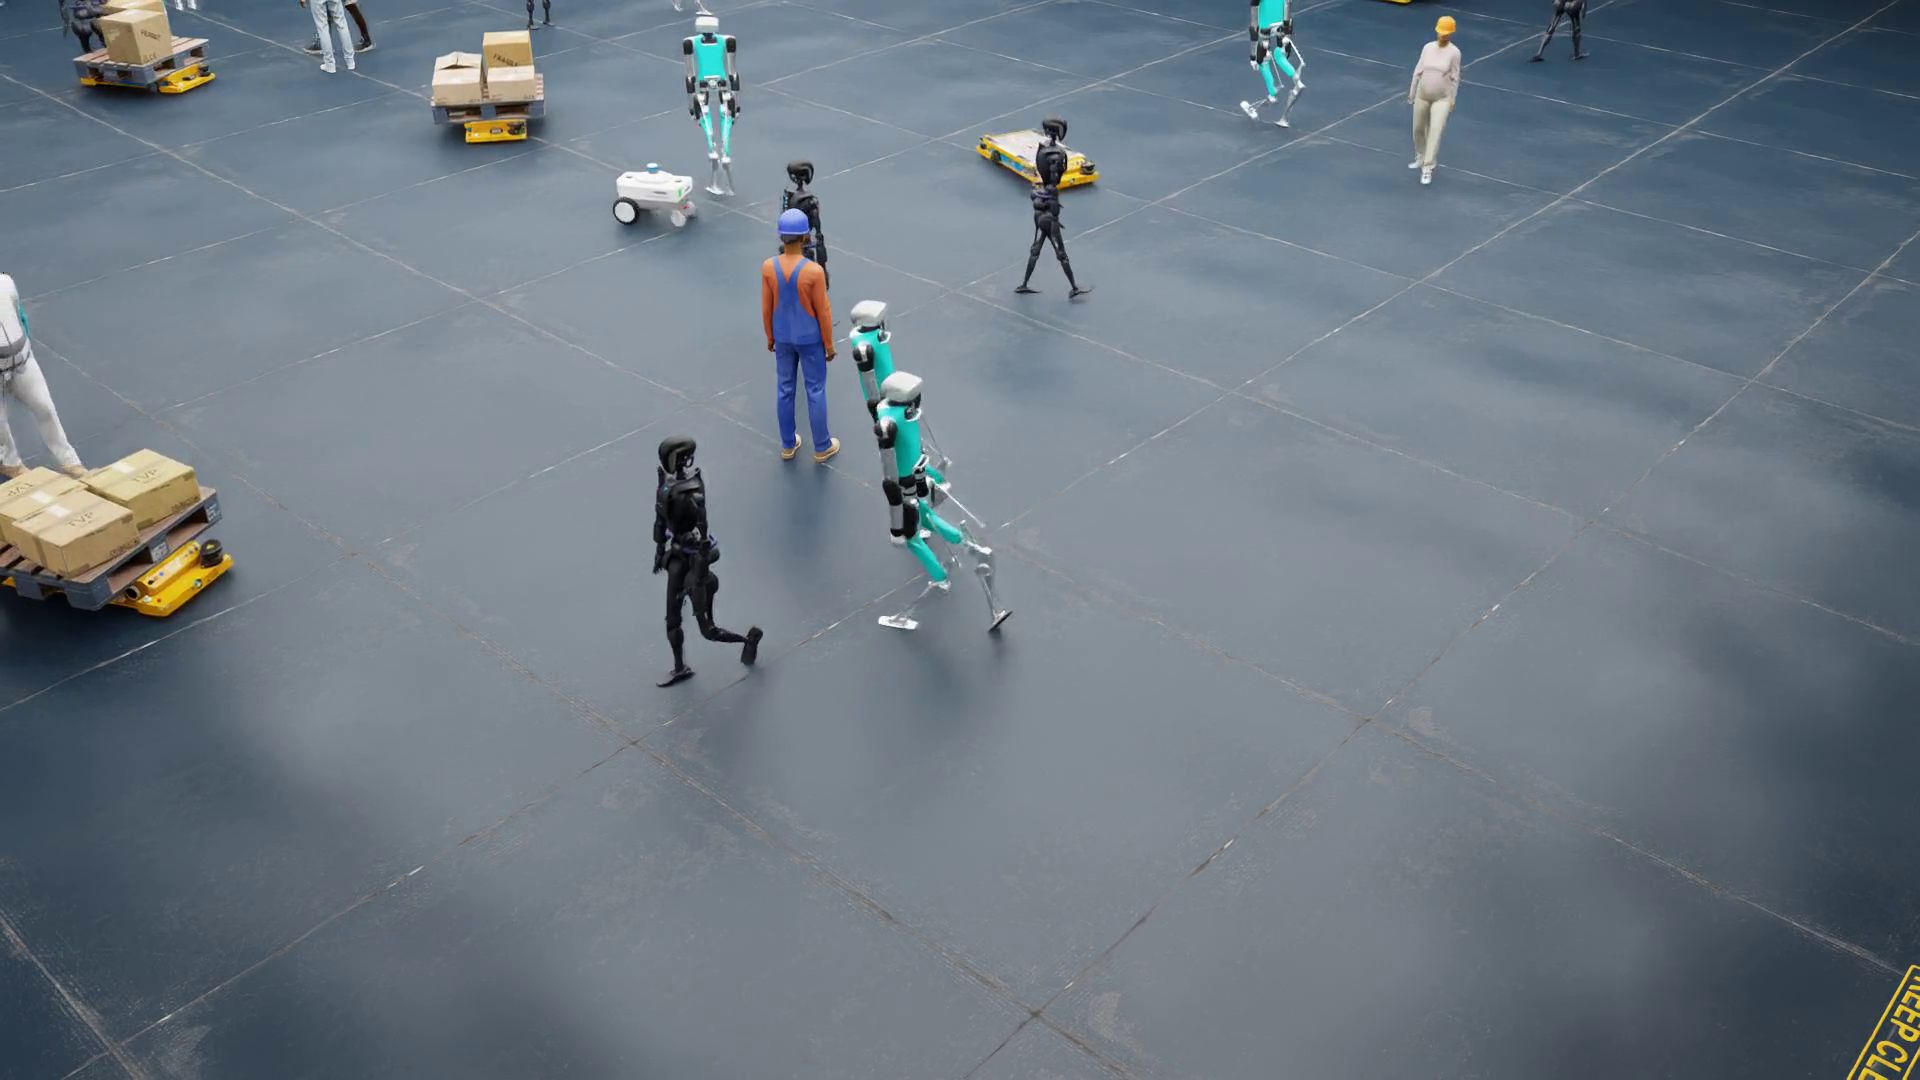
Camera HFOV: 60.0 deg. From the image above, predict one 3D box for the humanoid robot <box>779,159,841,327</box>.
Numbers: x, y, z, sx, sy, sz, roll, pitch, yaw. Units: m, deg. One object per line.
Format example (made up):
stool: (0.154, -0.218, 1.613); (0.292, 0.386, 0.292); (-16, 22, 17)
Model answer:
humanoid robot: (-1.229, -2.324, 13.583); (0.717, 1.630, 0.596); (-22, 38, -32)

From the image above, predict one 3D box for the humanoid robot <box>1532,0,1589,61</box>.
humanoid robot: (7.648, -6.829, 20.875); (0.795, 1.632, 0.583); (-14, 34, -21)

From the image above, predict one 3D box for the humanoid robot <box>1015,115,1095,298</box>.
humanoid robot: (0.846, -2.921, 14.545); (0.695, 1.634, 0.590); (-2, 32, -4)

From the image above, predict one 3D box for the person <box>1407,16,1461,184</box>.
person: (4.902, -4.581, 17.209); (0.484, 1.695, 0.604); (21, 38, 30)

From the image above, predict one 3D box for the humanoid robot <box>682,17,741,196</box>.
humanoid robot: (-2.445, -4.230, 16.608); (0.543, 1.821, 0.746); (-5, 32, -7)

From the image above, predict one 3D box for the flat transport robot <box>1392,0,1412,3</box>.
flat transport robot: (6.510, -8.064, 24.139); (0.659, 0.231, 1.431); (24, 39, 34)

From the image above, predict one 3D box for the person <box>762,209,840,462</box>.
person: (-1.151, -1.449, 11.940); (0.513, 1.904, 0.366); (8, 33, 13)

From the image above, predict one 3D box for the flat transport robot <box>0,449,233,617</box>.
flat transport robot: (-5.598, 0.149, 10.914); (1.431, 0.231, 0.659); (10, 33, 15)

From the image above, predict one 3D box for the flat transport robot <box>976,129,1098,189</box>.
flat transport robot: (0.809, -4.060, 17.692); (0.659, 0.231, 1.431); (-17, 36, -25)

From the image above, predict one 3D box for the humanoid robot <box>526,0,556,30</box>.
humanoid robot: (-5.682, -7.693, 22.202); (0.607, 1.652, 0.312); (-24, 39, -33)

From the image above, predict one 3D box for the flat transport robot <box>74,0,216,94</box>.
flat transport robot: (-9.922, -5.677, 20.296); (1.431, 0.231, 0.659); (9, 33, 14)

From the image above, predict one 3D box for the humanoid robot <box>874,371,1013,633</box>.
humanoid robot: (-0.042, -0.142, 10.013); (0.976, 1.769, 0.533); (9, 33, 14)

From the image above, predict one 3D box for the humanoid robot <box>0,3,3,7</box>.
humanoid robot: (-13.902, -8.104, 22.857); (0.908, 1.815, 0.550); (-24, 39, -33)

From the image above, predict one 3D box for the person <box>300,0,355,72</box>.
person: (-7.826, -6.726, 20.429); (0.587, 1.912, 0.396); (-19, 37, -28)

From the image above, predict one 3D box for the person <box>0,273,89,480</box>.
person: (-6.619, -1.169, 11.577); (0.848, 1.806, 0.641); (18, 36, 27)

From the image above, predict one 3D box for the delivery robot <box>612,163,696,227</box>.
delivery robot: (-3.005, -3.411, 16.358); (0.768, 0.576, 0.499); (7, 33, 11)

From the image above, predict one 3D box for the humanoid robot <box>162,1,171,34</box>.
humanoid robot: (-10.434, -7.189, 21.374); (0.550, 1.816, 0.808); (-16, 35, -24)

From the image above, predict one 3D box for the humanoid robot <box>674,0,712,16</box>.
humanoid robot: (-3.713, -8.057, 22.817); (0.843, 1.857, 0.546); (11, 33, 16)

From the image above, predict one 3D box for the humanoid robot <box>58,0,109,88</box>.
humanoid robot: (-10.426, -6.228, 19.871); (0.440, 1.642, 0.613); (21, 38, 30)

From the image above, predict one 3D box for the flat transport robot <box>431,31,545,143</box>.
flat transport robot: (-5.324, -4.834, 18.939); (0.659, 0.231, 1.431); (-6, 32, -10)

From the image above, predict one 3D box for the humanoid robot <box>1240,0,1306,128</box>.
humanoid robot: (3.508, -5.380, 18.428); (0.563, 1.734, 1.028); (-13, 34, -20)

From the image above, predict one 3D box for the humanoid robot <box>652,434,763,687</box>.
humanoid robot: (-1.528, 0.092, 9.682); (0.635, 1.635, 0.585); (-23, 38, -32)

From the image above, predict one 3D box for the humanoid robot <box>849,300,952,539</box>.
humanoid robot: (-0.317, -0.677, 10.948); (0.778, 1.858, 0.530); (3, 32, 5)

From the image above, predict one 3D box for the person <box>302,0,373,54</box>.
person: (-8.012, -7.084, 20.990); (0.958, 1.913, 0.644); (-23, 39, -33)

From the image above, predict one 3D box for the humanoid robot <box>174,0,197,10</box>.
humanoid robot: (-10.901, -8.209, 23.005); (0.541, 1.813, 0.660); (-15, 35, -23)
